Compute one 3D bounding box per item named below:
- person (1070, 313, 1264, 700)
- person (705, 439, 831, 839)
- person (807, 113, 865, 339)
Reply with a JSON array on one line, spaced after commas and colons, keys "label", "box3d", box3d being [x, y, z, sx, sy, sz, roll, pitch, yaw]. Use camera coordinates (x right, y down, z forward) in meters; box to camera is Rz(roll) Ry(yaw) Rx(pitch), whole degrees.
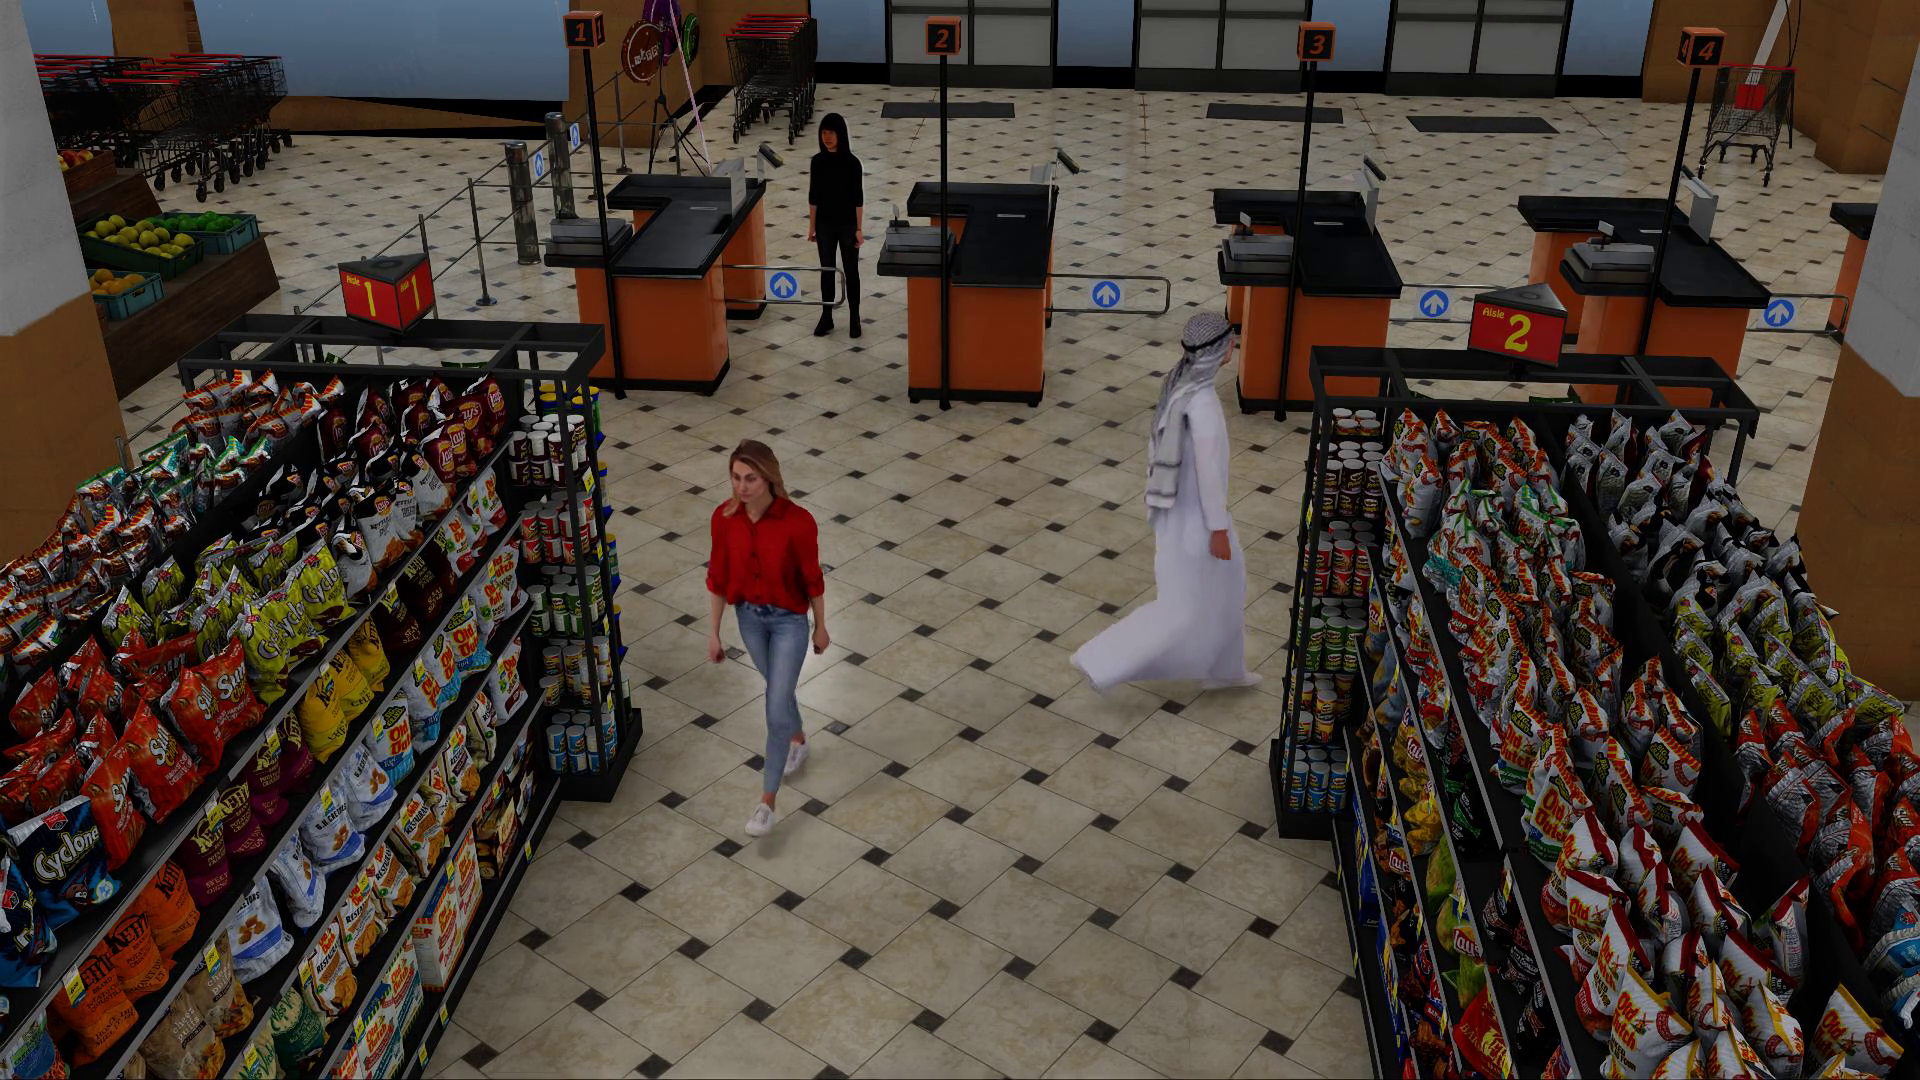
[{"label": "person", "box3d": [0.954, -0.086, 7.550, 0.804, 1.893, 1.136, 0, 27, 0]}, {"label": "person", "box3d": [-0.756, 0.326, 6.991, 0.777, 1.664, 1.078, 7, 28, 14]}, {"label": "person", "box3d": [-0.898, -2.315, 12.225, 0.597, 1.642, 0.528, 5, 27, 11]}]
